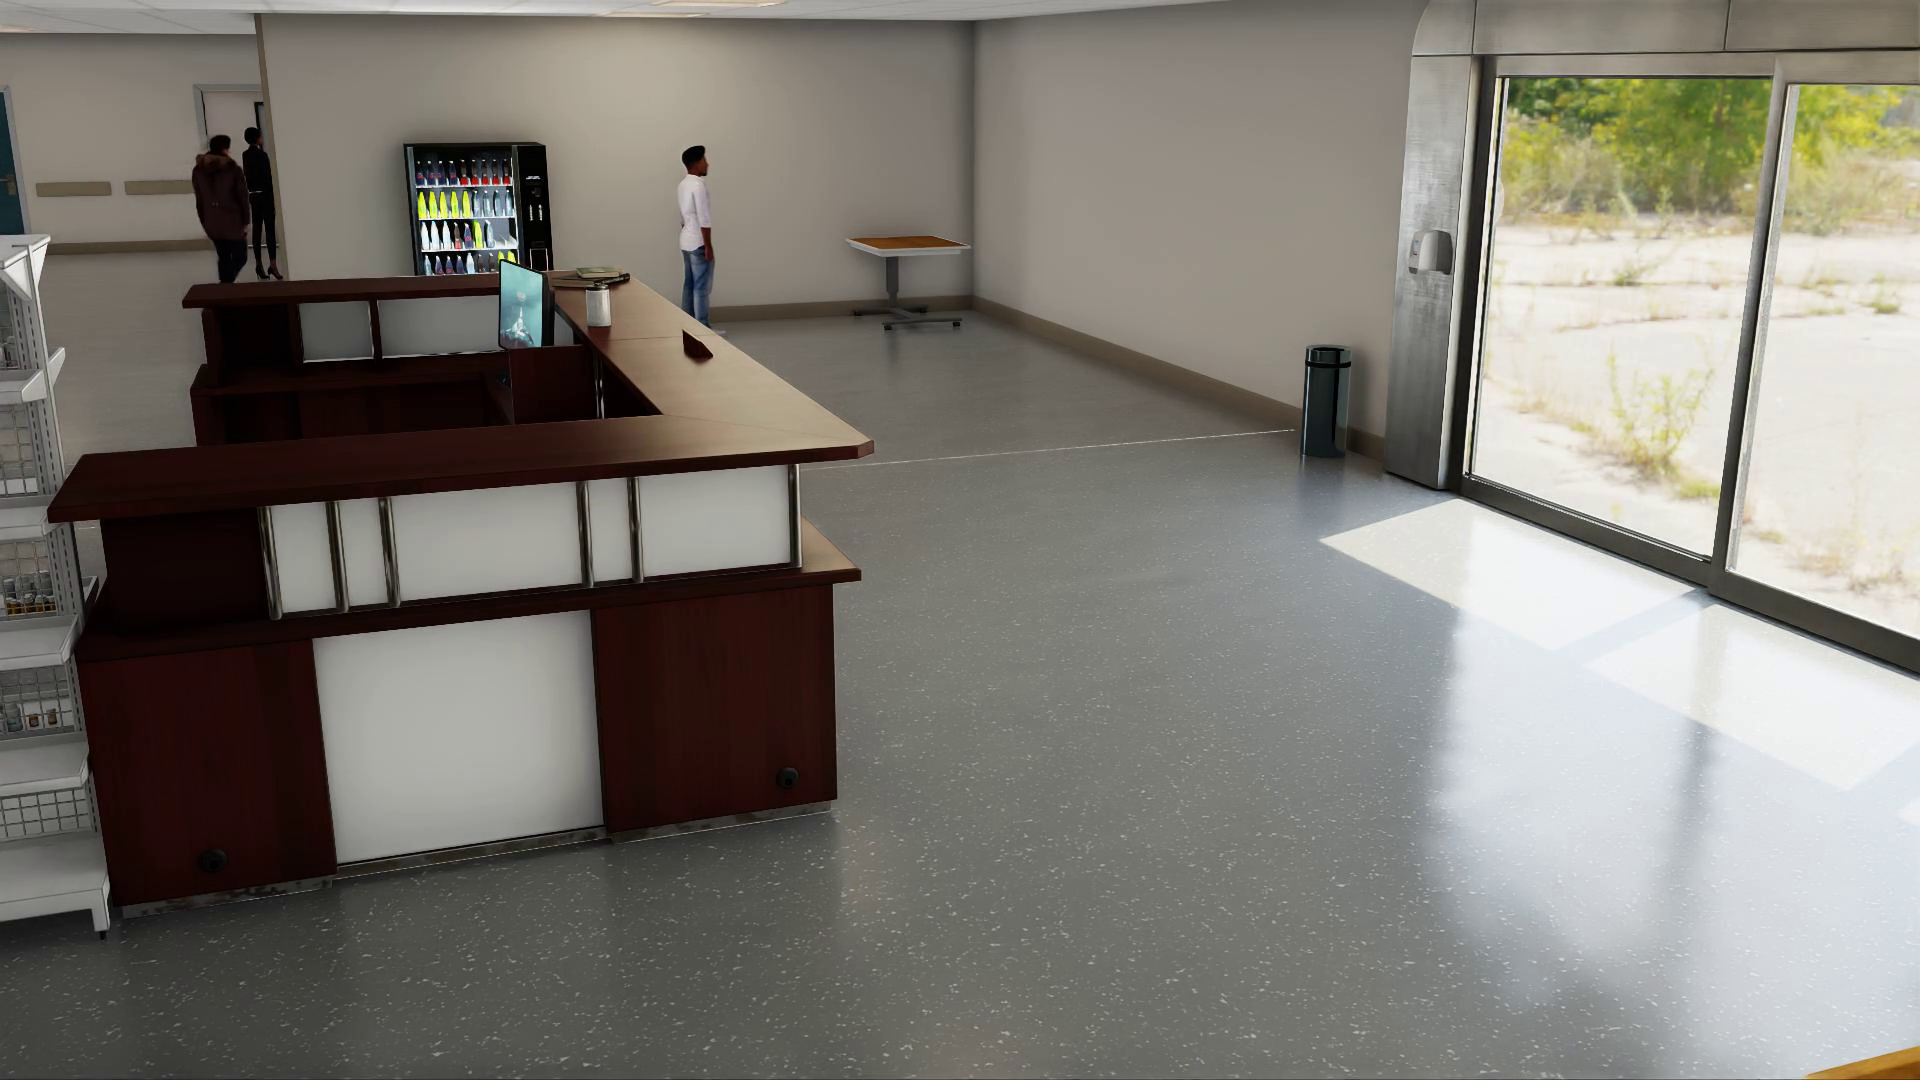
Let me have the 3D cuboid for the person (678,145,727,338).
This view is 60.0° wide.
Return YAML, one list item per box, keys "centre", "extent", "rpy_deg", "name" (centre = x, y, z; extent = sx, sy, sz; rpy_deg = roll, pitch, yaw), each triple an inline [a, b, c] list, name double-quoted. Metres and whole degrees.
- centre: [-2.528, -2.861, 15.955]
  extent: [0.638, 1.814, 0.690]
  rpy_deg: [-10, 19, -31]
  name: "person"

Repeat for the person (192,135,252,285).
- centre: [-7.886, -3.369, 17.740]
  extent: [0.966, 1.823, 1.010]
  rpy_deg: [1, 16, 4]
  name: "person"

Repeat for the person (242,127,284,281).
- centre: [-8.575, -4.129, 20.415]
  extent: [0.671, 1.834, 0.728]
  rpy_deg: [7, 17, 25]
  name: "person"
